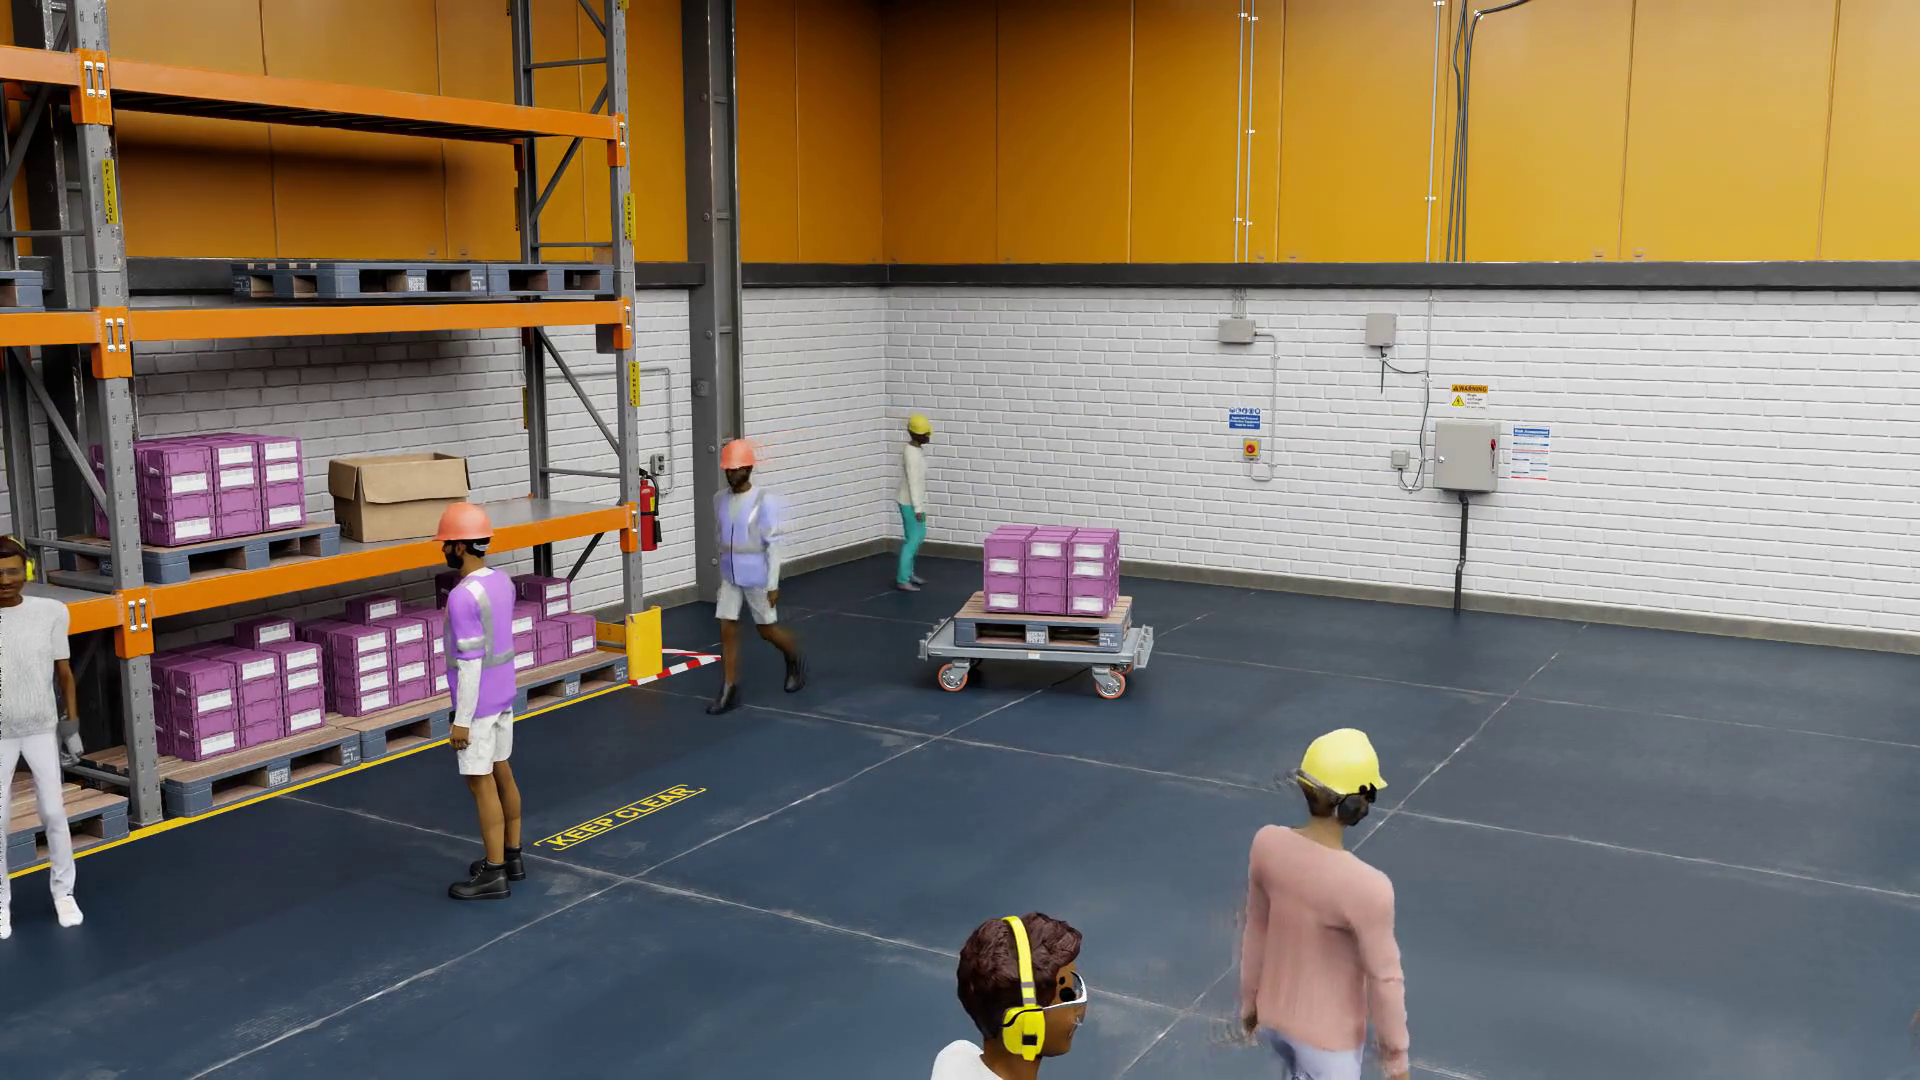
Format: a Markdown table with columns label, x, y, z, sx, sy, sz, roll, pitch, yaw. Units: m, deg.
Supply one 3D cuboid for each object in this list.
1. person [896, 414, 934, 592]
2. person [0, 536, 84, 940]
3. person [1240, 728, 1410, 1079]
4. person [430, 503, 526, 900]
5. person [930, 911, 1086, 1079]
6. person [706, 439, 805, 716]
| label | x | y | z | sx | sy | sz | roll | pitch | yaw |
| --- | --- | --- | --- | --- | --- | --- | --- | --- | --- |
| person | -0.423 | -0.354 | 15.802 | 0.424 | 1.720 | 0.587 | 1 | 9 | 6 |
| person | -4.316 | 0.893 | 7.626 | 0.512 | 1.860 | 0.318 | -6 | 11 | -31 |
| person | 1.083 | 1.396 | 4.819 | 0.547 | 1.747 | 0.545 | -5 | 11 | -31 |
| person | -2.355 | 0.780 | 8.078 | 0.373 | 1.934 | 0.551 | 1 | 9 | 6 |
| person | 0.106 | 1.601 | 3.161 | 0.321 | 1.871 | 0.532 | -3 | 10 | -20 |
| person | -1.438 | 0.227 | 11.655 | 0.555 | 1.910 | 0.899 | 5 | 11 | 30 |
